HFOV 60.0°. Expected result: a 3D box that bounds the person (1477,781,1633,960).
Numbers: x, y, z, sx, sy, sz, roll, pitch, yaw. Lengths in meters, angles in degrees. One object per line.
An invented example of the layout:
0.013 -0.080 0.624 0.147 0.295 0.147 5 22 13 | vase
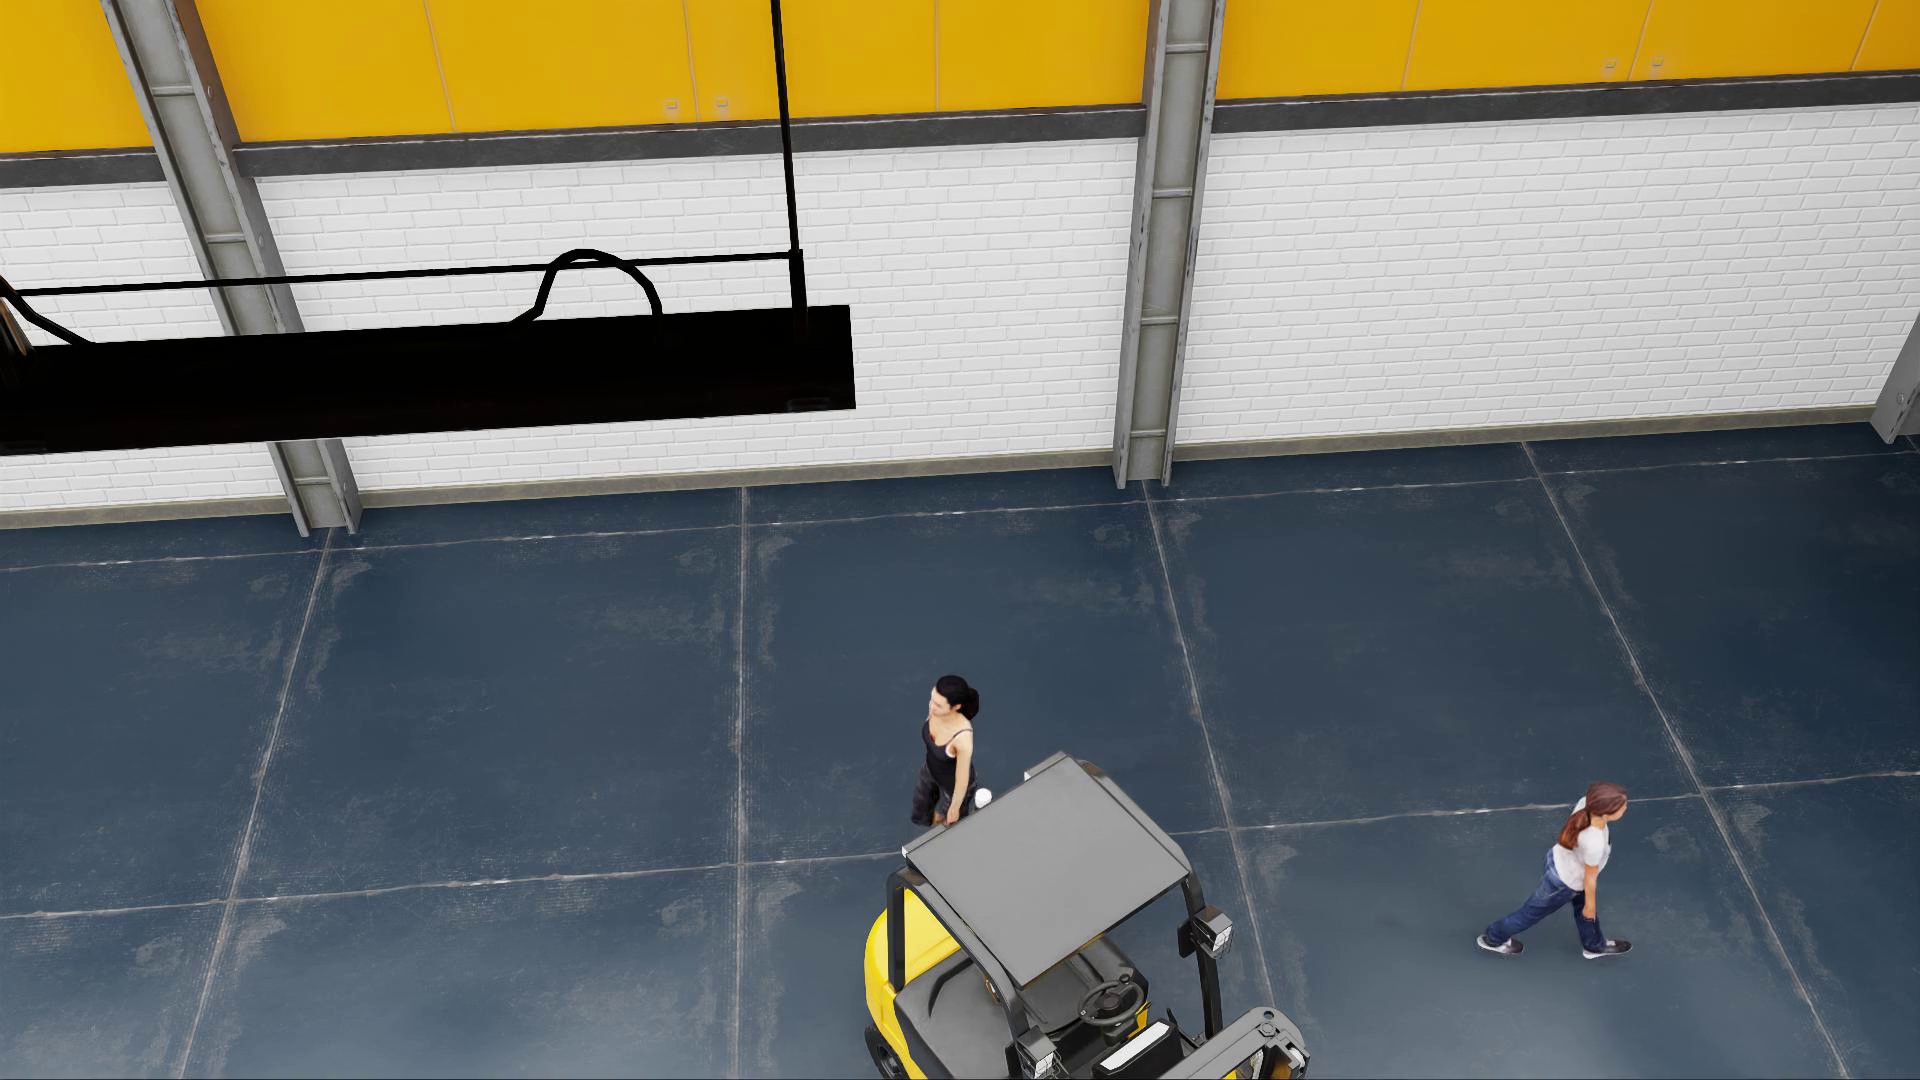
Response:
3.232 1.830 9.044 1.115 1.516 0.748 8 44 8 | person

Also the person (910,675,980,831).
0.022 1.328 9.423 0.727 1.721 0.698 -22 48 -21 | person
